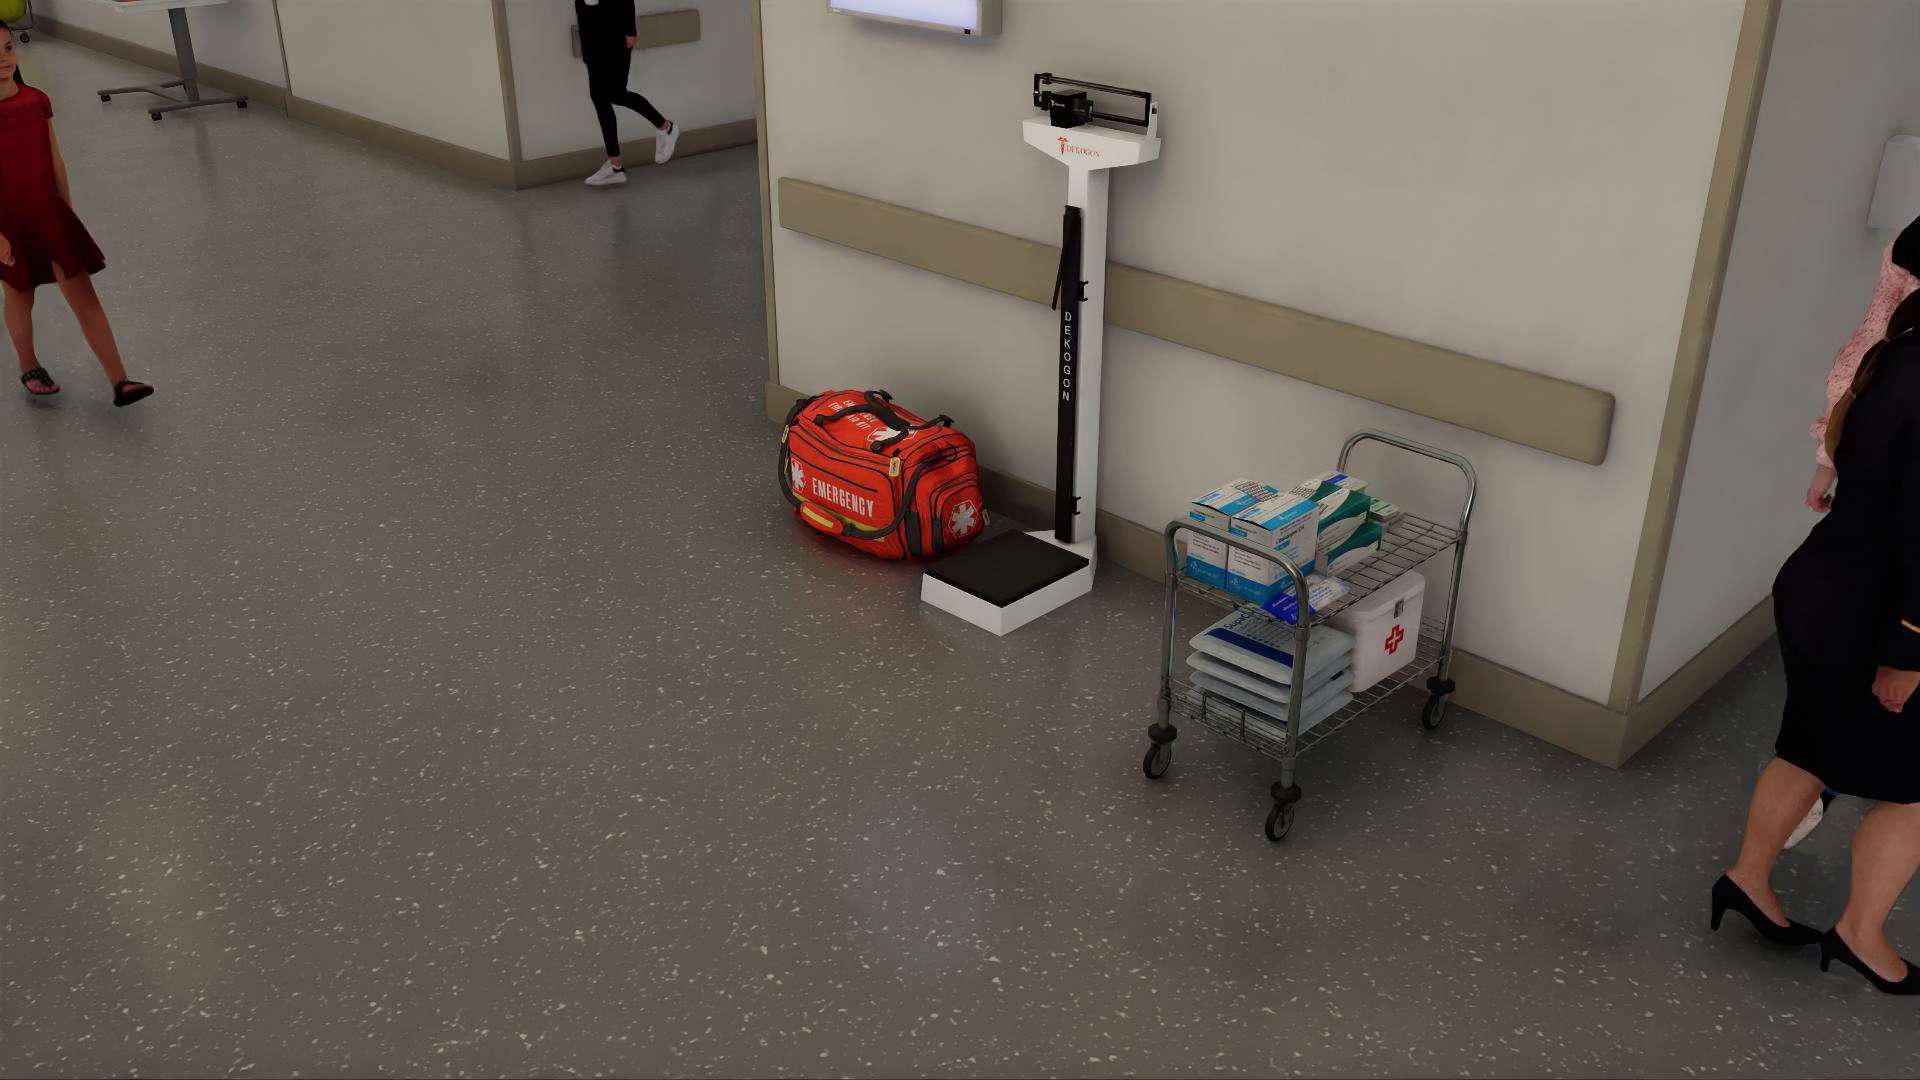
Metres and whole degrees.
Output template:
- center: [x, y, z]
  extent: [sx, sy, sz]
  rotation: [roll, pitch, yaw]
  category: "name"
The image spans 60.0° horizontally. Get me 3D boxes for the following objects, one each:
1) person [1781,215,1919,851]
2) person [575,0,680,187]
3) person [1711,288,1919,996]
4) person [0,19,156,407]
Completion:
- center: [2.332, -0.128, 3.902]
  extent: [0.896, 1.720, 1.127]
  rotation: [-15, 30, -29]
  category: "person"
- center: [-1.989, -2.985, 9.748]
  extent: [0.657, 1.789, 0.782]
  rotation: [-23, 34, -39]
  category: "person"
- center: [1.791, 0.155, 3.388]
  extent: [0.871, 1.658, 0.855]
  rotation: [8, 27, 17]
  category: "person"
- center: [-3.663, -1.245, 6.464]
  extent: [1.079, 1.507, 0.627]
  rotation: [19, 32, 34]
  category: "person"
